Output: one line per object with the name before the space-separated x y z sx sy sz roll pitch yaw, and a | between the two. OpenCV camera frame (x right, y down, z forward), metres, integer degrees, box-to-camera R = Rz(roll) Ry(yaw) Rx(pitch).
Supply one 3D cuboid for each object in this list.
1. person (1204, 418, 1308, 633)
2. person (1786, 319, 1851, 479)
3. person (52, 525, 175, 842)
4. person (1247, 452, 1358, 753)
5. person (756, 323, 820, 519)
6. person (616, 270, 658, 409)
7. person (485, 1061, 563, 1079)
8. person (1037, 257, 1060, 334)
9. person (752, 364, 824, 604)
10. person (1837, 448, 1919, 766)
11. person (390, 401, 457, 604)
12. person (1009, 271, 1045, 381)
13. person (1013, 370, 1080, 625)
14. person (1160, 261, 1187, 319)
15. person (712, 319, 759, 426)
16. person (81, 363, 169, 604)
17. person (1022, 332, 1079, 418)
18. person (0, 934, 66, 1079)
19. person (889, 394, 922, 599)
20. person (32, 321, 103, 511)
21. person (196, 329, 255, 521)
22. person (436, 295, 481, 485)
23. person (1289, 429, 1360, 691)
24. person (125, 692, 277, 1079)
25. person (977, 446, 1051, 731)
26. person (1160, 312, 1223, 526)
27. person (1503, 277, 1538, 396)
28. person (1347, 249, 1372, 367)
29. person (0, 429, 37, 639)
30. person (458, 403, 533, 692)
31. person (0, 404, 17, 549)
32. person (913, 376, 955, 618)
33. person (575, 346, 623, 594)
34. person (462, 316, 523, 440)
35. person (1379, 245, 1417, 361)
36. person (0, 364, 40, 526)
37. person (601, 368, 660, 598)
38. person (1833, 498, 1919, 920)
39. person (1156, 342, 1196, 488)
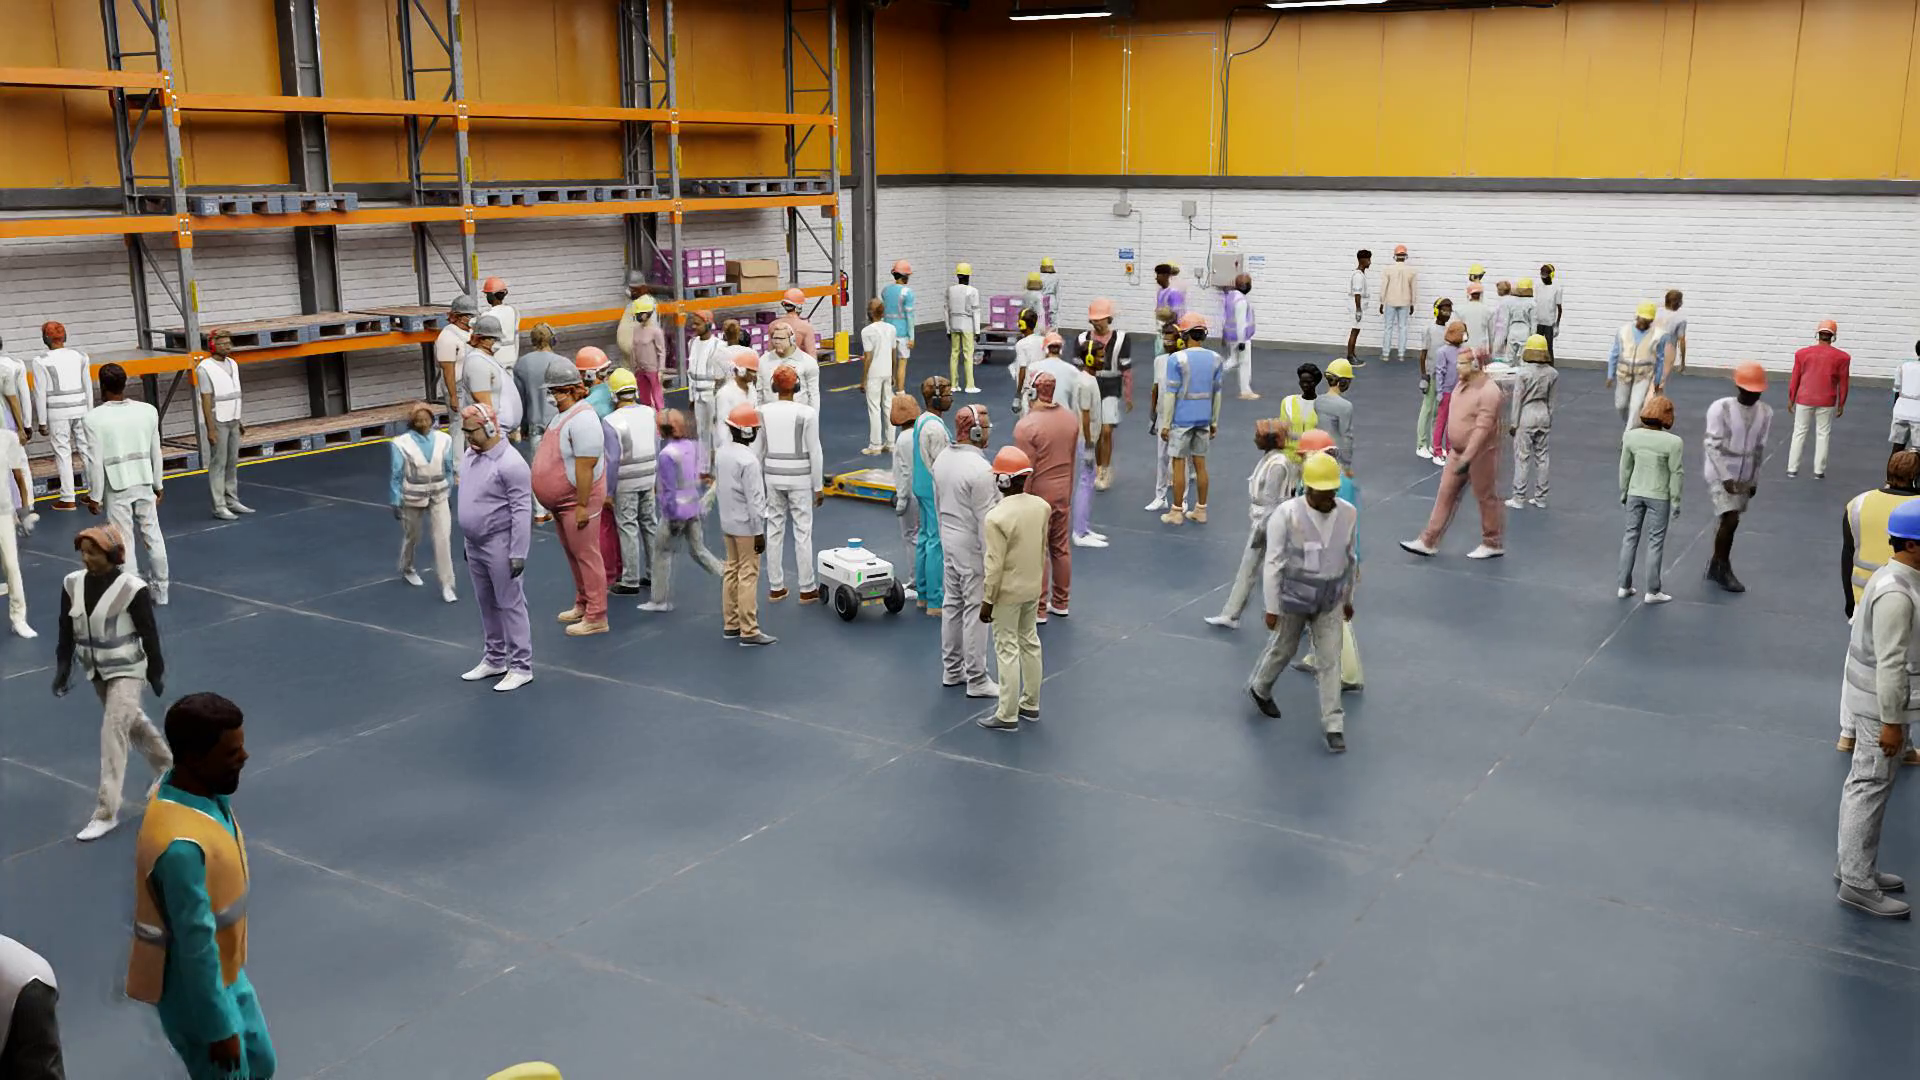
person | 2.228 -0.087 12.148 0.650 1.619 0.523 -1 13 -5
person | 9.345 -1.536 18.129 0.575 1.738 0.353 6 14 23
person | -4.456 0.691 8.794 0.514 1.596 0.867 4 14 19
person | 2.081 0.316 10.019 0.634 1.785 0.908 -3 13 -14
person | -1.682 -1.136 16.028 0.654 1.906 0.406 4 13 16
person | -4.210 -2.515 21.715 0.538 2.000 0.710 -6 14 -24
person | -0.861 1.867 3.333 0.338 1.761 0.524 -5 14 -22
person | 1.531 -4.102 29.276 0.480 1.733 0.343 -8 15 -32
person | -1.336 -0.432 13.024 0.572 1.885 0.353 4 14 17
person | 5.394 0.378 9.603 0.429 1.845 0.622 -6 14 -26
person | -4.299 -0.336 13.256 0.522 1.589 0.878 -9 16 -35
person | 1.096 -3.315 25.878 0.720 1.722 0.491 -6 14 -23
person | 0.602 -0.319 12.482 0.400 1.910 0.643 12 18 43
person | 3.523 -3.750 27.677 0.533 1.765 0.331 -7 15 -27
person | -2.294 -1.338 17.054 0.508 1.837 0.342 -7 15 -29
person | -6.419 -0.404 12.824 0.390 1.920 0.588 9 16 33
person | 0.910 -1.249 16.919 0.592 1.719 0.429 -2 13 -7
person | -2.469 1.592 4.165 0.587 1.920 0.391 4 14 17
person | -0.410 -0.342 13.180 0.269 1.632 0.505 2 13 11
person | -8.880 -1.233 16.526 0.356 1.876 0.575 7 15 29
person | -7.146 -1.124 16.105 0.381 1.844 0.566 1 13 6
person | -5.259 -1.614 17.807 0.535 2.000 0.679 3 13 11
person | 2.455 0.132 11.011 0.650 1.698 0.569 11 17 40
person | -2.408 1.379 5.162 0.519 1.892 0.598 -4 14 -17
person | 0.314 0.294 10.161 0.325 1.752 0.559 10 16 37
person | 2.185 -1.144 15.806 0.611 2.029 0.409 -7 15 -27
person | 8.173 -2.949 24.247 0.490 1.743 0.324 12 18 42
person | 6.673 -3.884 27.848 0.371 1.958 0.598 3 13 13
person | -6.975 -0.170 11.951 0.527 1.860 0.334 -9 16 -33
person | -3.084 0.044 10.926 0.651 1.899 0.403 11 17 41
person | -8.547 -0.648 14.499 0.511 1.640 0.308 -10 16 -36
person | -0.180 -0.329 12.661 0.345 1.846 0.507 -4 14 -18
person | -2.886 -0.560 13.352 0.407 1.987 0.613 3 13 14
person | -4.343 -1.082 15.499 0.536 2.000 0.673 -4 14 -16
person | 7.526 -4.069 28.596 0.630 1.980 0.412 0 13 1
person | -9.127 -1.047 15.776 0.504 1.847 0.345 1 13 2
person | -2.624 -0.450 13.224 0.404 1.829 0.591 9 16 34
person | 4.313 0.759 7.715 0.389 1.949 0.602 7 15 27
person | 2.278 -1.347 17.614 0.820 1.603 0.548 -9 16 -35
